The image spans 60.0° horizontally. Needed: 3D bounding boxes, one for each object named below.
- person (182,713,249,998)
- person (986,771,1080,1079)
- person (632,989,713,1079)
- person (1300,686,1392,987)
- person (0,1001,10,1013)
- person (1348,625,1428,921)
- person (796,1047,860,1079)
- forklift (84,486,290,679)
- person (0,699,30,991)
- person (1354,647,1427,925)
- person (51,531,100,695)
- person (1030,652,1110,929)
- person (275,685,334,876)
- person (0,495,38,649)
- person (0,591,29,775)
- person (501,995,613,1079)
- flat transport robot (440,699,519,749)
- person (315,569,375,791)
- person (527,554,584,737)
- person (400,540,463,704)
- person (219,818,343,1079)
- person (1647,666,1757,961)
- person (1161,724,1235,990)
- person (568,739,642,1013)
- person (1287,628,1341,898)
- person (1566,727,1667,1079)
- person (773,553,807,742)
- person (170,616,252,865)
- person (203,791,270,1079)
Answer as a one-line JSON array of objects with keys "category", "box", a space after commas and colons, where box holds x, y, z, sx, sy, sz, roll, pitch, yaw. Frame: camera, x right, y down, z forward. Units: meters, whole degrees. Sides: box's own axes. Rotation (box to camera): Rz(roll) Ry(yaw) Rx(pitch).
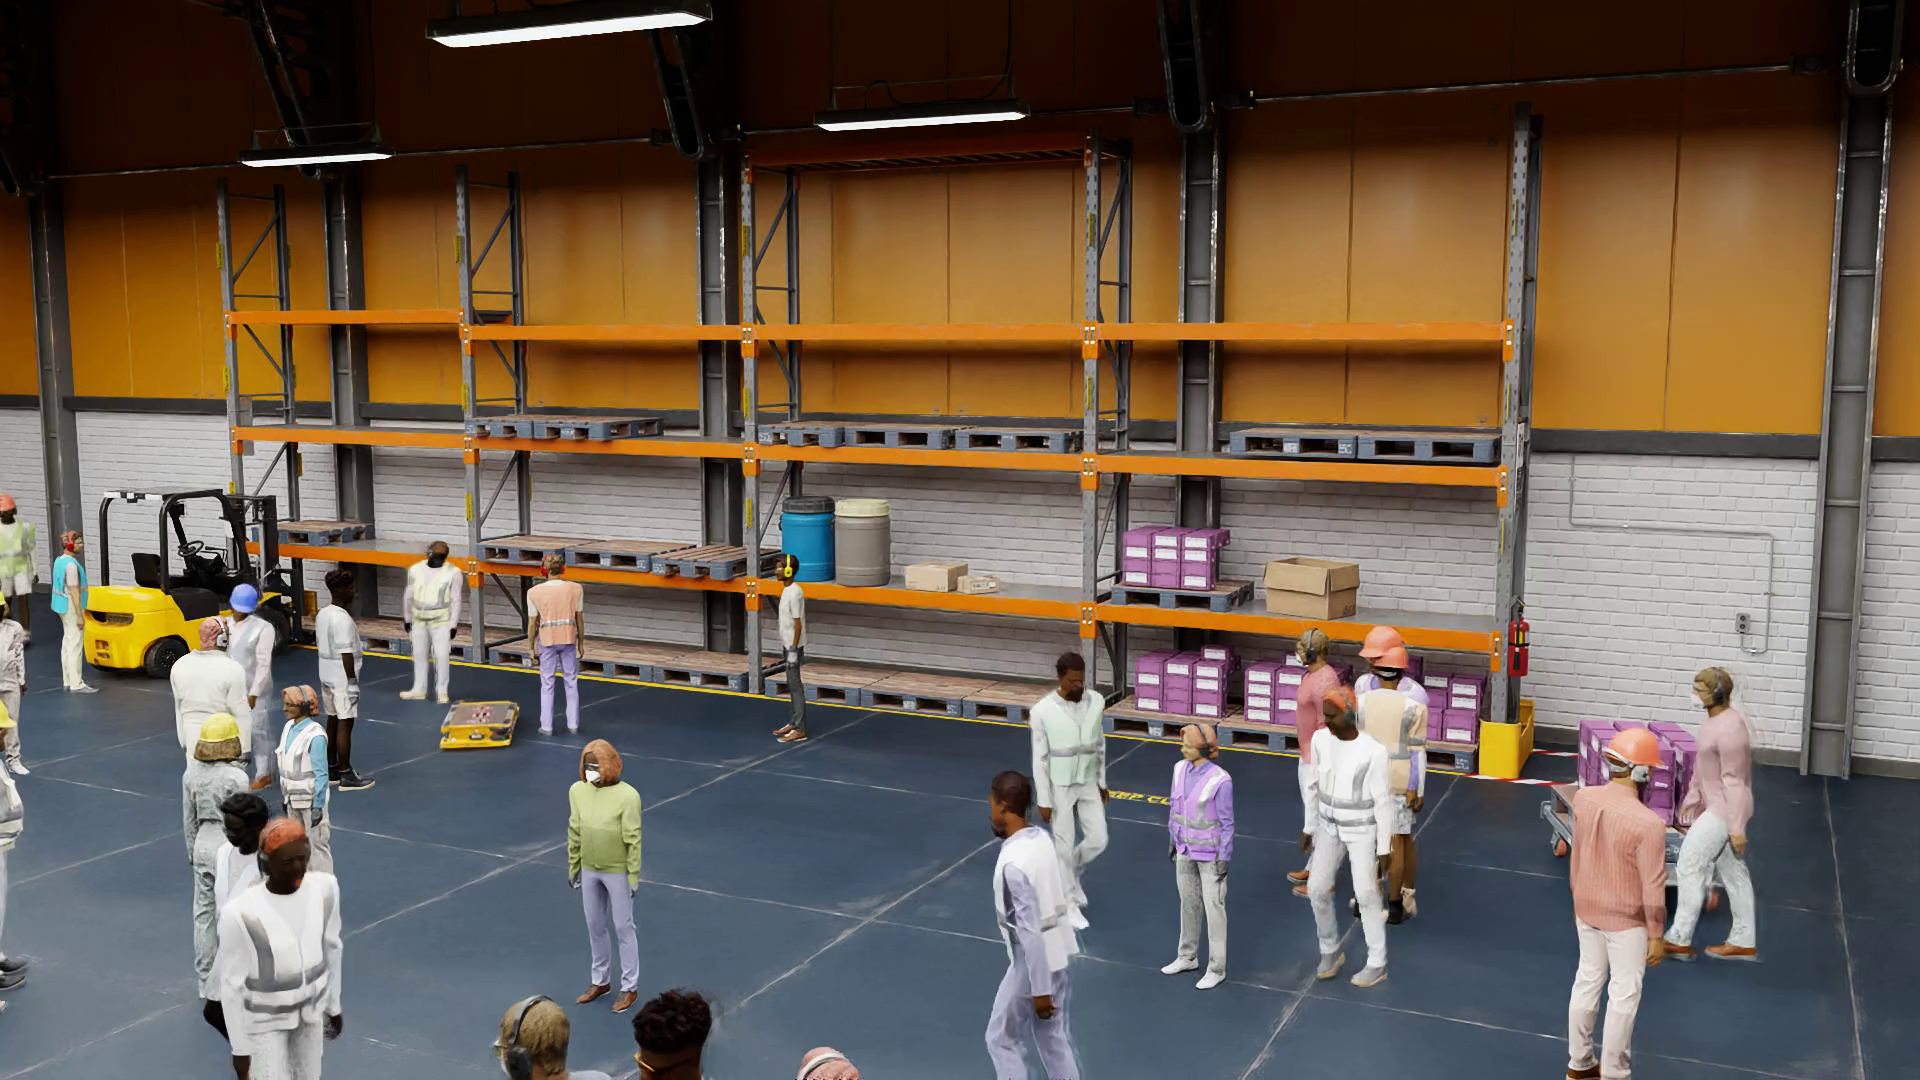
[{"category": "person", "box": [-4.445, 1.903, 10.048, 0.487, 1.744, 0.312, 3, 7, 20]}, {"category": "person", "box": [0.363, 2.070, 8.120, 0.655, 1.873, 0.609, 2, 7, 20]}, {"category": "person", "box": [-0.900, 2.374, 5.260, 0.496, 1.958, 0.659, -6, 9, -39]}, {"category": "person", "box": [2.409, 1.816, 10.268, 0.476, 1.861, 0.594, -5, 9, -38]}, {"category": "person", "box": [-5.952, 2.000, 9.621, 0.833, 1.646, 0.572, 0, 7, -3]}, {"category": "person", "box": [2.912, 1.594, 11.442, 0.408, 2.035, 0.609, -5, 8, -34]}, {"category": "person", "box": [-0.373, 2.460, 4.930, 0.648, 1.881, 0.451, -5, 8, -34]}, {"category": "forklift", "box": [-9.426, 0.454, 20.179, 1.214, 2.155, 2.313, 3, 8, 26]}, {"category": "person", "box": [-5.944, 1.855, 10.169, 0.403, 1.817, 0.601, -4, 8, -28]}, {"category": "person", "box": [2.911, 1.653, 11.385, 0.546, 1.929, 0.391, 3, 8, 26]}, {"category": "person", "box": [-9.952, 0.812, 18.639, 0.382, 1.845, 0.571, -6, 9, -40]}, {"category": "person", "box": [0.742, 1.677, 11.298, 0.639, 1.893, 0.473, -4, 8, -30]}, {"category": "person", "box": [-4.474, 1.795, 11.371, 0.514, 1.641, 0.308, 6, 9, 41]}, {"category": "person", "box": [-12.197, 0.414, 21.378, 0.618, 1.981, 1.047, -4, 8, -32]}, {"category": "person", "box": [-8.713, 1.296, 15.065, 0.294, 1.744, 0.486, 6, 9, 40]}, {"category": "person", "box": [-1.296, 2.389, 5.286, 0.380, 1.929, 0.636, 3, 8, 23]}, {"category": "flat transport robot", "box": [-4.807, 1.829, 16.691, 0.652, 0.197, 1.431, -1, 7, -11]}, {"category": "person", "box": [-5.475, 1.226, 14.730, 0.368, 1.967, 0.600, -6, 9, -40]}, {"category": "person", "box": [-4.040, 1.059, 16.662, 0.559, 1.836, 0.394, -3, 8, -25]}, {"category": "person", "box": [-5.808, 0.900, 18.135, 0.779, 1.813, 0.432, 1, 7, 11]}, {"category": "person", "box": [-3.026, 2.158, 7.468, 0.418, 1.868, 0.584, 5, 8, 35]}, {"category": "person", "box": [4.740, 1.747, 10.644, 0.838, 1.906, 0.644, 3, 7, 22]}, {"category": "person", "box": [1.477, 1.932, 10.250, 0.310, 1.636, 0.523, -5, 8, -34]}, {"category": "person", "box": [-2.117, 1.981, 9.903, 0.502, 1.625, 0.294, 3, 7, 23]}, {"category": "person", "box": [2.553, 1.584, 11.899, 0.350, 1.935, 0.635, 1, 7, 6]}, {"category": "person", "box": [3.440, 1.951, 8.686, 0.413, 1.984, 0.624, -3, 7, -22]}, {"category": "person", "box": [-1.686, 1.067, 16.486, 0.332, 1.862, 0.520, -1, 7, -11]}, {"category": "person", "box": [-5.620, 1.522, 12.589, 0.650, 1.900, 0.399, 2, 7, 15]}, {"category": "person", "box": [-3.633, 2.113, 8.522, 0.555, 1.684, 0.355, 4, 8, 27]}]
